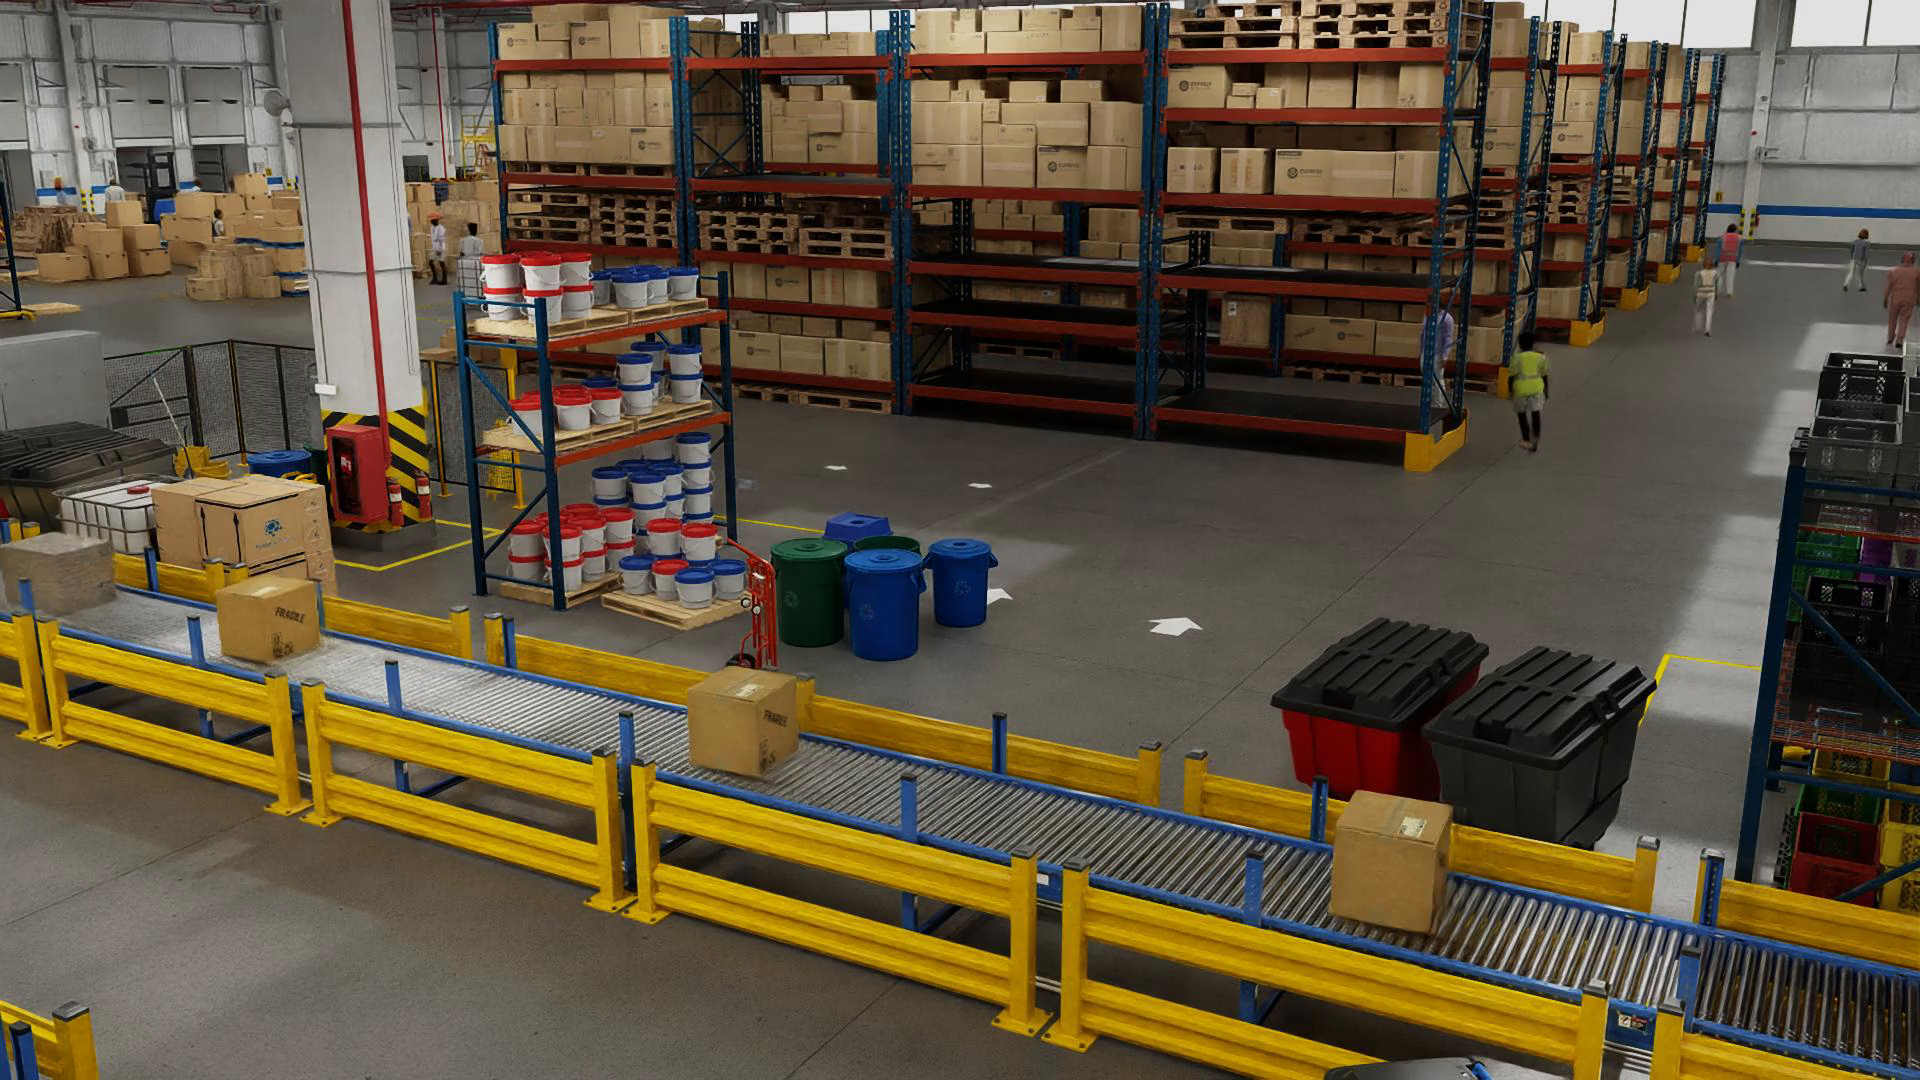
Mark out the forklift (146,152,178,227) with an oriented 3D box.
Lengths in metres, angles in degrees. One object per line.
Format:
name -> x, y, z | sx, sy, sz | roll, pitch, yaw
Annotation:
forklift -> -30.070, -13.240, 62.873 | 1.873, 2.768, 1.129 | 8, 17, 28

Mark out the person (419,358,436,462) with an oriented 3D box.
person -> -7.337, -1.846, 22.074 | 0.534, 1.816, 0.598 | 8, 17, 26

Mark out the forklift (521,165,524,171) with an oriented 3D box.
forklift -> -17.031, -13.602, 64.232 | 1.873, 2.768, 1.129 | 1, 15, 2

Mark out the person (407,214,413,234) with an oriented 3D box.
person -> -16.311, -8.904, 48.511 | 0.592, 1.865, 1.016 | 8, 17, 28

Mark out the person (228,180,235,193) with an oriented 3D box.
person -> -26.234, -12.068, 60.278 | 0.426, 1.928, 0.672 | -5, 16, -18

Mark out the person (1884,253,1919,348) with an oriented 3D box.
person -> 18.735, -4.770, 33.033 | 0.644, 1.837, 1.043 | 10, 18, 33

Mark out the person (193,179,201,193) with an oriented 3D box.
person -> -29.149, -12.868, 63.497 | 1.006, 1.837, 0.656 | -3, 15, -11

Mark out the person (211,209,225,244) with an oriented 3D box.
person -> -20.419, -8.191, 45.887 | 0.506, 1.839, 0.350 | 11, 18, 35

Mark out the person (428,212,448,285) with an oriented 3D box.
person -> -13.761, -7.632, 43.636 | 0.546, 1.911, 0.654 | 10, 18, 32

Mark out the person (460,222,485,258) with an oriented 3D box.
person -> -11.738, -6.655, 39.958 | 0.609, 1.933, 0.940 | 5, 16, 19

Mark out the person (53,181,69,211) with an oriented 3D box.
person -> -32.471, -12.065, 60.363 | 0.551, 1.899, 0.955 | 12, 19, 38

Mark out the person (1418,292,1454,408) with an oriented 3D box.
person -> 7.289, -2.843, 25.594 | 0.371, 1.939, 0.627 | -7, 16, -25

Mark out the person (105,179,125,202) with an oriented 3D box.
person -> -31.040, -12.302, 61.152 | 0.635, 1.936, 0.353 | -8, 17, -27

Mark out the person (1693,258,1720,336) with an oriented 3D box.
person -> 15.520, -5.068, 34.611 | 0.506, 1.596, 0.876 | 4, 16, 16

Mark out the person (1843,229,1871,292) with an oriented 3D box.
person -> 22.811, -7.096, 42.232 | 0.804, 1.599, 0.501 | -10, 18, -34

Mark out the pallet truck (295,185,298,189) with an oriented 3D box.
pallet truck -> -26.804, -14.617, 69.738 | 1.885, 1.965, 0.823 | -14, 20, -42

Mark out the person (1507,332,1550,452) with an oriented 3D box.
person -> 7.921, -2.033, 23.081 | 0.597, 1.662, 0.651 | 0, 15, 0

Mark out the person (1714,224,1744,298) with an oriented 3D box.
person -> 18.995, -6.904, 41.155 | 0.658, 1.785, 0.987 | 4, 15, 15
